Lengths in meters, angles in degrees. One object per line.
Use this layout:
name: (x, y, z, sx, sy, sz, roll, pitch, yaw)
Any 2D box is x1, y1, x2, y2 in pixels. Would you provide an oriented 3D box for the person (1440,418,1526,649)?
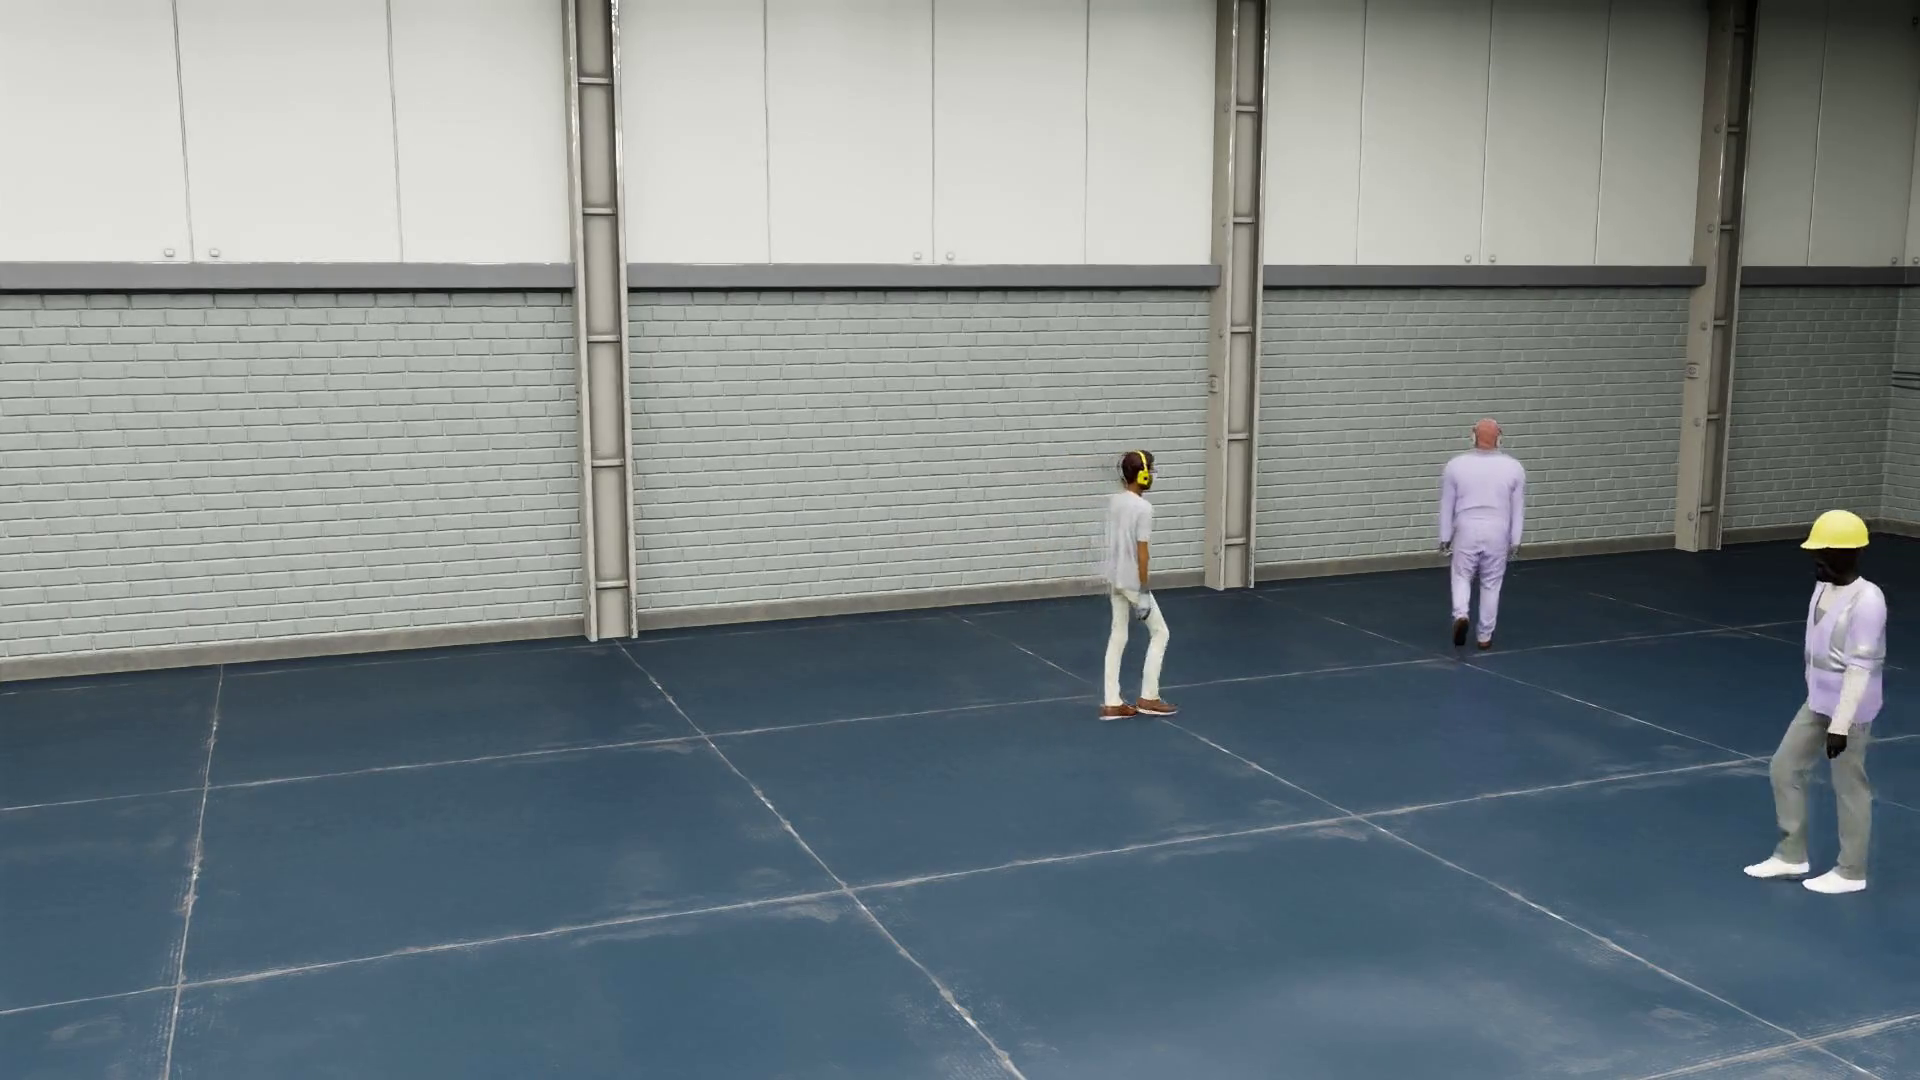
person: (4.198, -0.031, 13.387, 0.655, 1.893, 0.537, 3, 10, 19)

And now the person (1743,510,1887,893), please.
person: (4.169, 0.799, 8.103, 0.682, 1.903, 0.622, 1, 9, 4)

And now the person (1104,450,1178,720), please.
person: (1.257, 0.307, 11.377, 0.673, 1.847, 0.565, -5, 10, -28)
